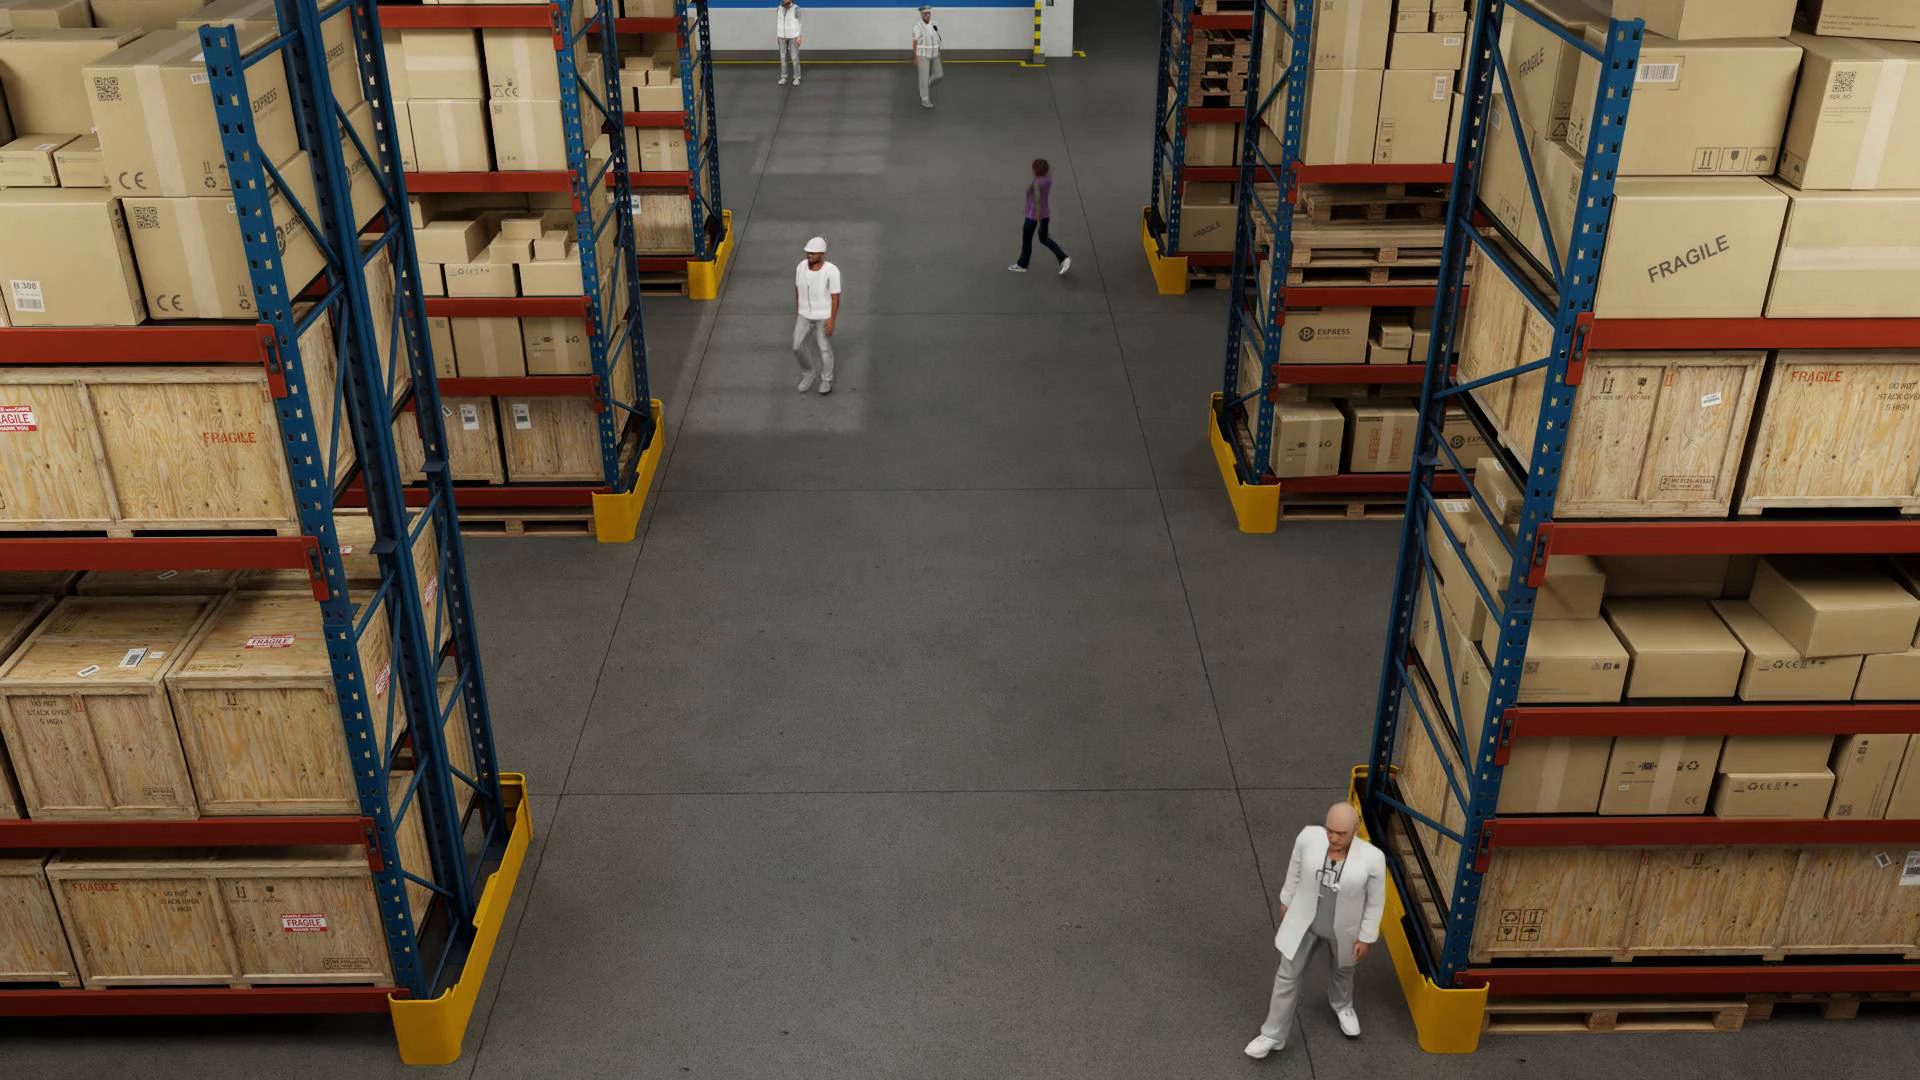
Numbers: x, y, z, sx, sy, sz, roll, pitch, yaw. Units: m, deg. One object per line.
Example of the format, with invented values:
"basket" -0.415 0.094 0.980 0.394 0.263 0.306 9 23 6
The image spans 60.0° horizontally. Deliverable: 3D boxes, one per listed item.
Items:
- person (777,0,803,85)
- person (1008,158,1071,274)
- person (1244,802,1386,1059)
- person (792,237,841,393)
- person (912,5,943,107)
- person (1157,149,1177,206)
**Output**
"person" -3.281 -9.631 31.814 0.529 1.774 0.388 9 29 16
"person" 1.063 -4.290 22.084 0.872 1.581 0.408 19 33 31
"person" 2.121 2.255 9.686 0.628 1.759 0.836 12 30 20
"person" -1.607 -2.484 18.466 0.581 1.761 0.470 11 30 19
"person" -0.603 -8.827 30.275 0.556 1.780 0.541 -18 33 -30
"person" 3.337 -5.754 24.726 0.769 1.645 0.455 -13 31 -23
